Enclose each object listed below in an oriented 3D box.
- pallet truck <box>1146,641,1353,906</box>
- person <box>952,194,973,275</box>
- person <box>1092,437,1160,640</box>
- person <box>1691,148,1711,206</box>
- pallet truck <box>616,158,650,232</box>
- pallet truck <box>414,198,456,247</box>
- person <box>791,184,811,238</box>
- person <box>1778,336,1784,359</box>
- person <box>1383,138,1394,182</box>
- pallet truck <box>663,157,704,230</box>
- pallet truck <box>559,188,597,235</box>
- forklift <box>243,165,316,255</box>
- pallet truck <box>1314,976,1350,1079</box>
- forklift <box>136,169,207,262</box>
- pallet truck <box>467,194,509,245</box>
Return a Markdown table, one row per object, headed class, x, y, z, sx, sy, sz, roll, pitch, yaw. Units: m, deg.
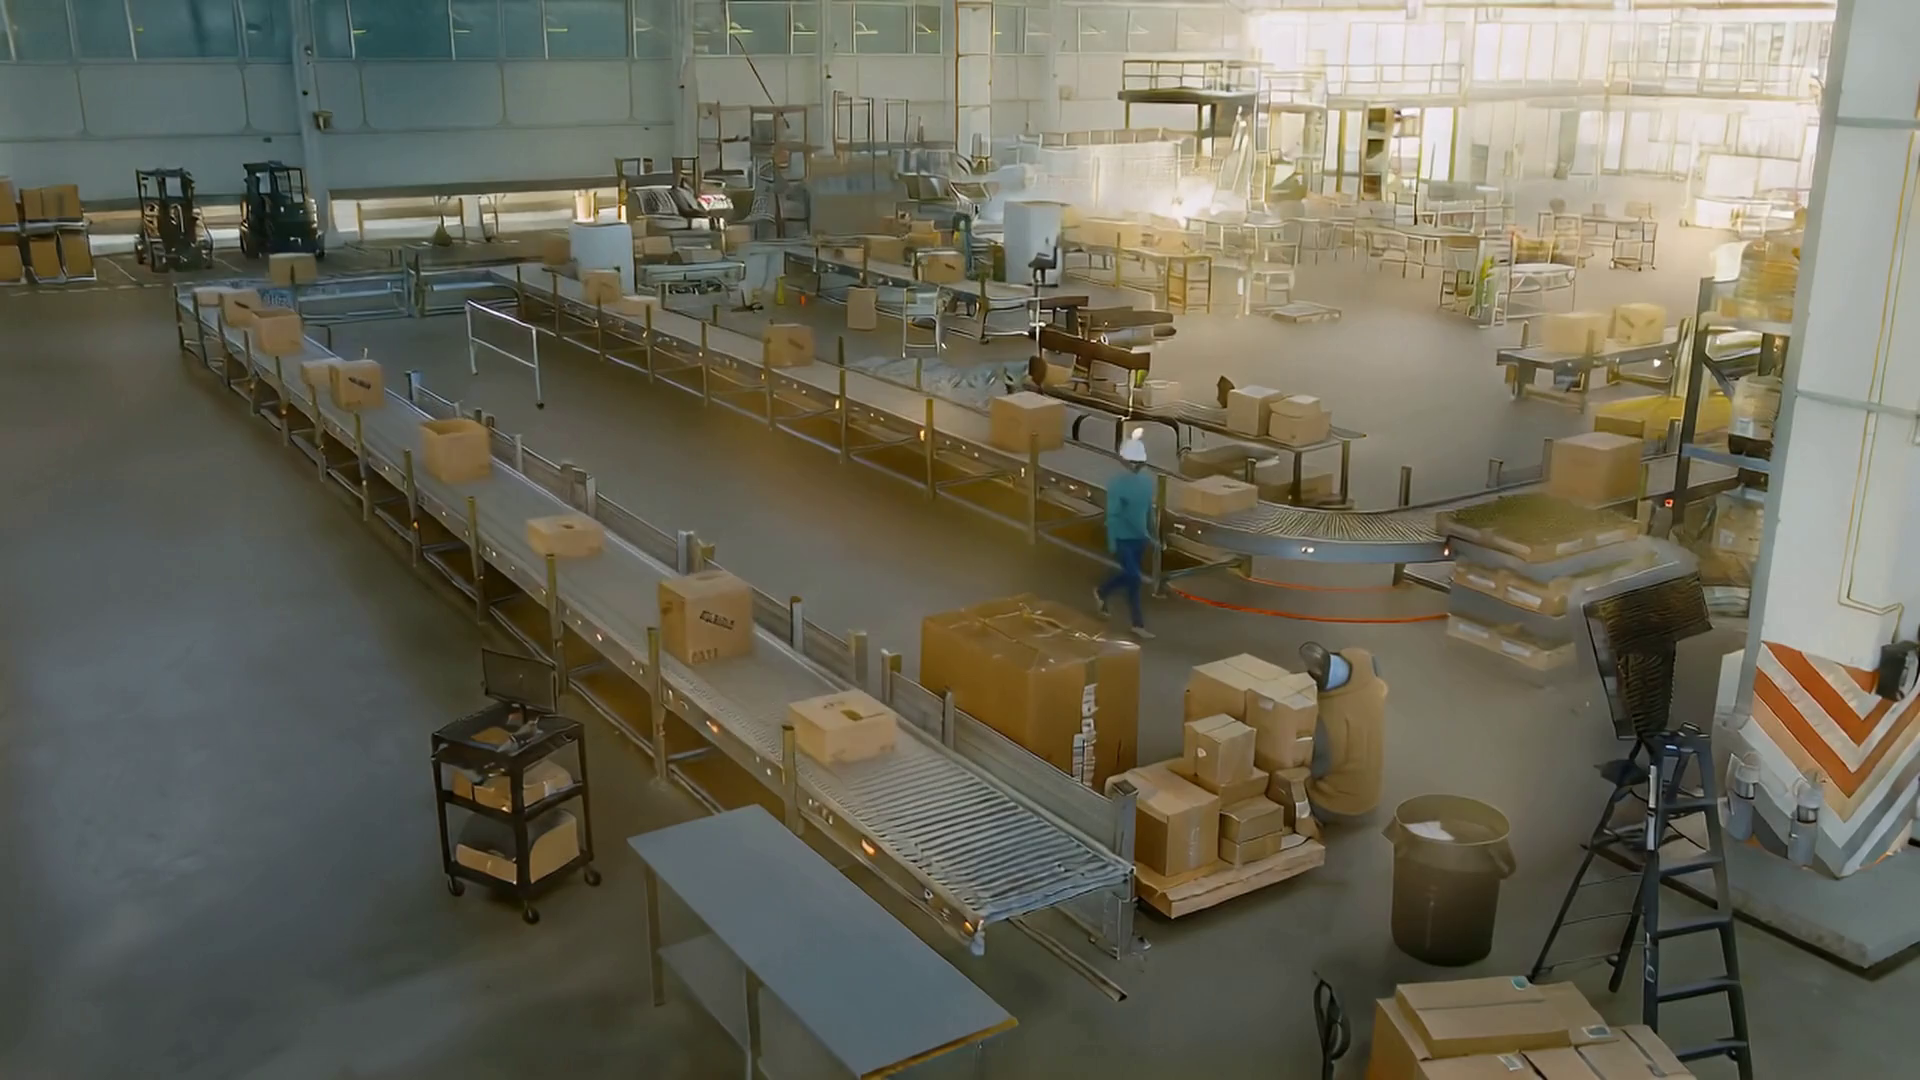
| class | x | y | z | sx | sy | sz | roll | pitch | yaw |
| --- | --- | --- | --- | --- | --- | --- | --- | --- | --- |
| pallet truck | 1.664 | 1.407 | 10.232 | 1.630 | 1.274 | 0.653 | -10 | 20 | -31 |
| person | 0.076 | -5.854 | 33.121 | 0.377 | 2.041 | 0.616 | -9 | 19 | -27 |
| person | 1.428 | -0.063 | 14.374 | 0.529 | 1.739 | 0.770 | -16 | 23 | -42 |
| person | 22.860 | -11.184 | 51.333 | 0.533 | 1.767 | 0.321 | 9 | 19 | 28 |
| pallet truck | -8.918 | -9.176 | 44.255 | 0.823 | 1.965 | 1.885 | -9 | 19 | -27 |
| pallet truck | -13.250 | -8.060 | 41.856 | 0.680 | 1.201 | 1.601 | -10 | 20 | -31 |
| person | -3.708 | -7.221 | 38.024 | 1.009 | 1.855 | 0.649 | -3 | 17 | -10 |
| person | 11.620 | -2.646 | 22.897 | 0.956 | 1.776 | 0.621 | -10 | 19 | -29 |
| person | 14.475 | -12.713 | 56.287 | 0.515 | 1.841 | 0.326 | -14 | 22 | -39 |
| pallet truck | -7.586 | -9.308 | 44.692 | 0.823 | 1.965 | 1.885 | -11 | 20 | -33 |
| pallet truck | -10.010 | -8.652 | 43.699 | 0.653 | 1.274 | 1.630 | -10 | 20 | -31 |
| forklift | -15.898 | -7.669 | 38.708 | 1.157 | 1.987 | 2.680 | -11 | 20 | -33 |
| pallet truck | 2.299 | 2.390 | 7.086 | 1.601 | 1.201 | 0.680 | -2 | 17 | -7 |
| forklift | -17.842 | -7.318 | 37.559 | 1.157 | 1.987 | 2.680 | -10 | 20 | -31 |
| pallet truck | -11.983 | -8.177 | 42.137 | 0.704 | 1.261 | 1.522 | -11 | 20 | -33 |
